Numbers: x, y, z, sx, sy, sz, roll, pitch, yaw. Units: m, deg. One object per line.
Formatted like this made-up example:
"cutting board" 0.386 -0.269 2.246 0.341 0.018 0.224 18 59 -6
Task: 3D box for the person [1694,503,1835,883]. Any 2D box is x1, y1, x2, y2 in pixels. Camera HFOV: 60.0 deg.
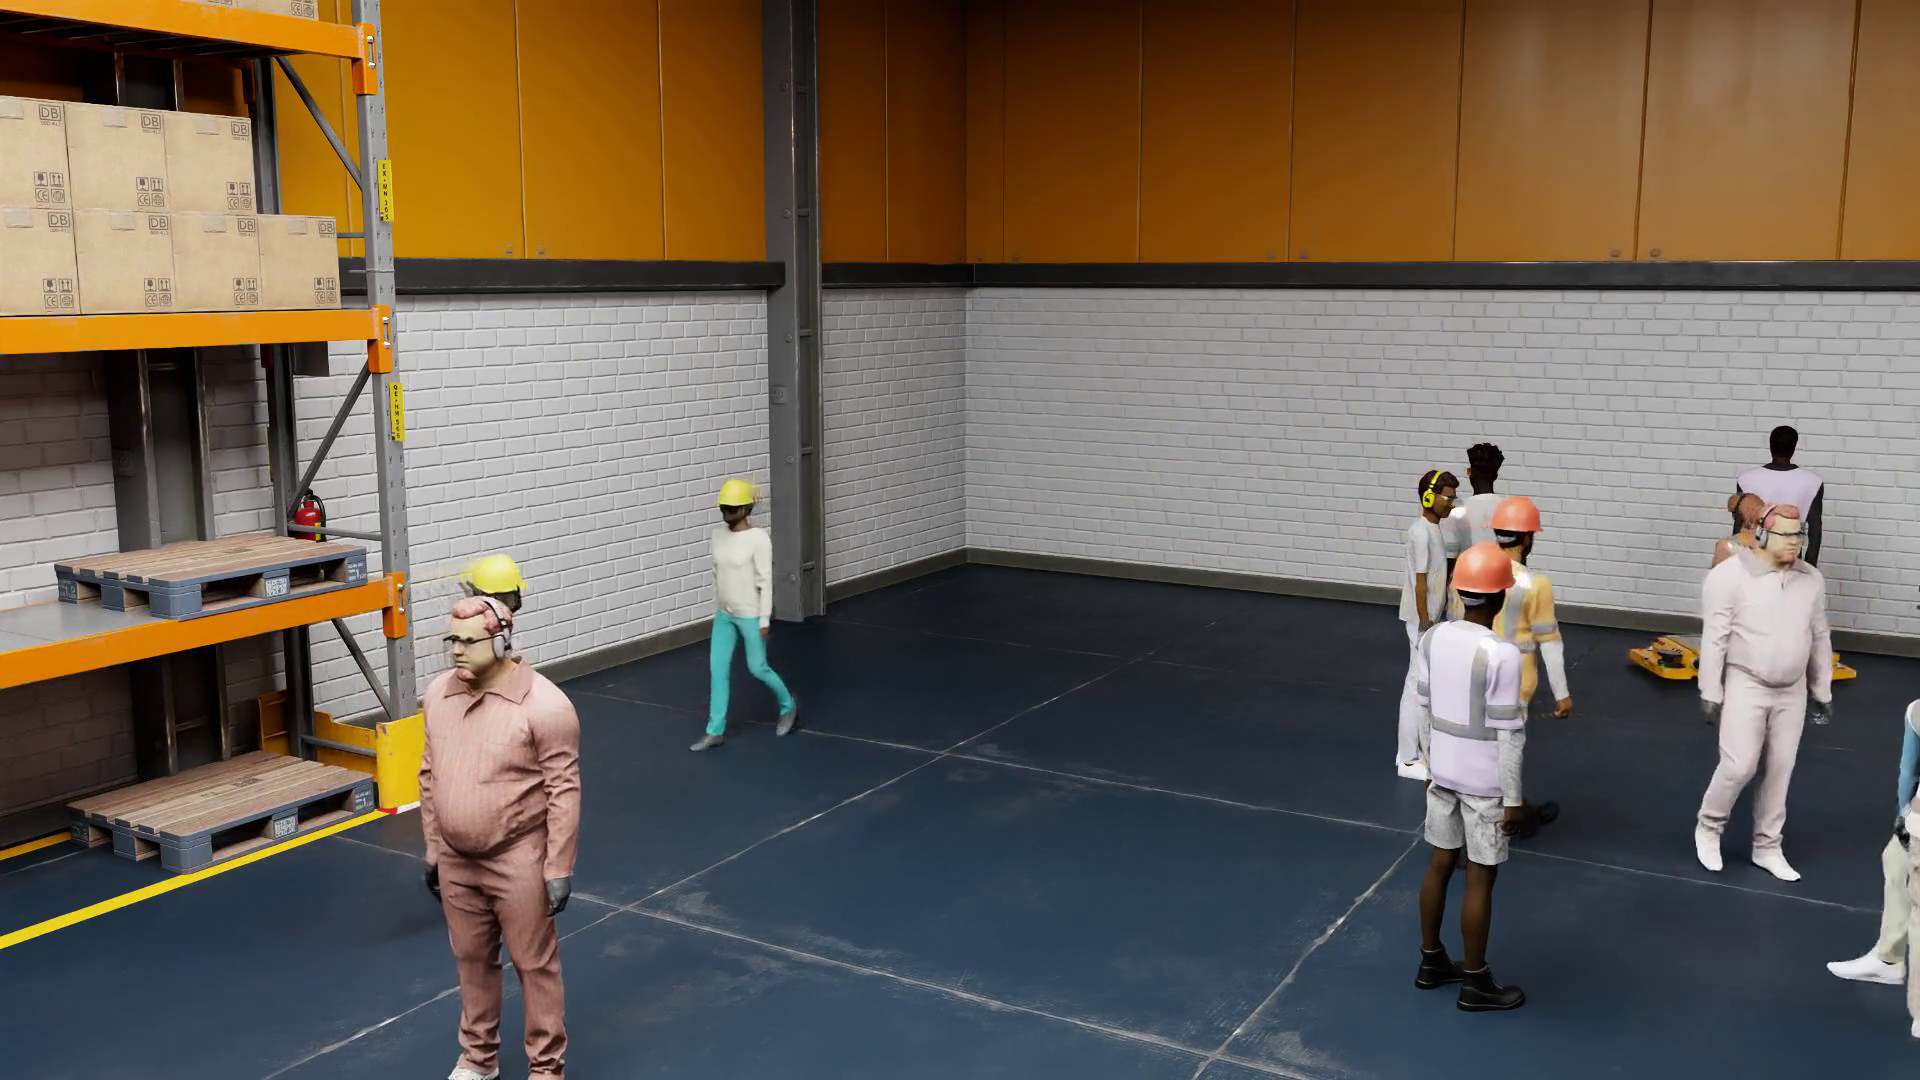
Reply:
"person" 4.048 0.754 8.341 0.669 1.900 0.432 -2 9 -11

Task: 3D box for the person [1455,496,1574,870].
"person" 2.894 0.721 8.588 0.949 1.895 0.550 -5 10 -28

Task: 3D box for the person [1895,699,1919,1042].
"person" 3.932 1.181 6.524 0.407 1.622 0.536 -7 11 -37

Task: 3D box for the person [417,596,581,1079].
"person" -1.671 1.137 5.945 0.644 1.907 0.400 4 10 23

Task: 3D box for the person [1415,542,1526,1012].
"person" 2.125 0.969 6.875 0.343 1.942 0.552 -4 10 -25

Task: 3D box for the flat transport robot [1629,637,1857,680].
"flat transport robot" 5.921 0.884 12.610 1.431 0.197 0.652 0 9 1

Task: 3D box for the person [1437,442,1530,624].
"person" 3.317 0.356 10.630 0.607 1.966 0.367 -1 9 -4

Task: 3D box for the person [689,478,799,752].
"person" -1.393 0.460 10.692 0.538 1.743 0.771 7 11 37

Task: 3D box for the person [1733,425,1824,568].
"person" 6.023 0.115 12.286 0.594 1.917 0.373 3 10 20

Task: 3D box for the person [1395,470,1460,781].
"person" 2.812 0.506 10.015 0.327 1.865 0.518 3 9 16

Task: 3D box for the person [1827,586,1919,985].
"person" 3.988 1.030 6.836 0.757 1.835 0.509 2 9 15

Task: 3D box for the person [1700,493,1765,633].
"person" 5.067 0.496 10.815 0.550 1.613 0.631 -2 9 -14

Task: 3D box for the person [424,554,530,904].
"person" -2.174 0.938 7.640 0.463 1.759 0.531 -8 12 -40
